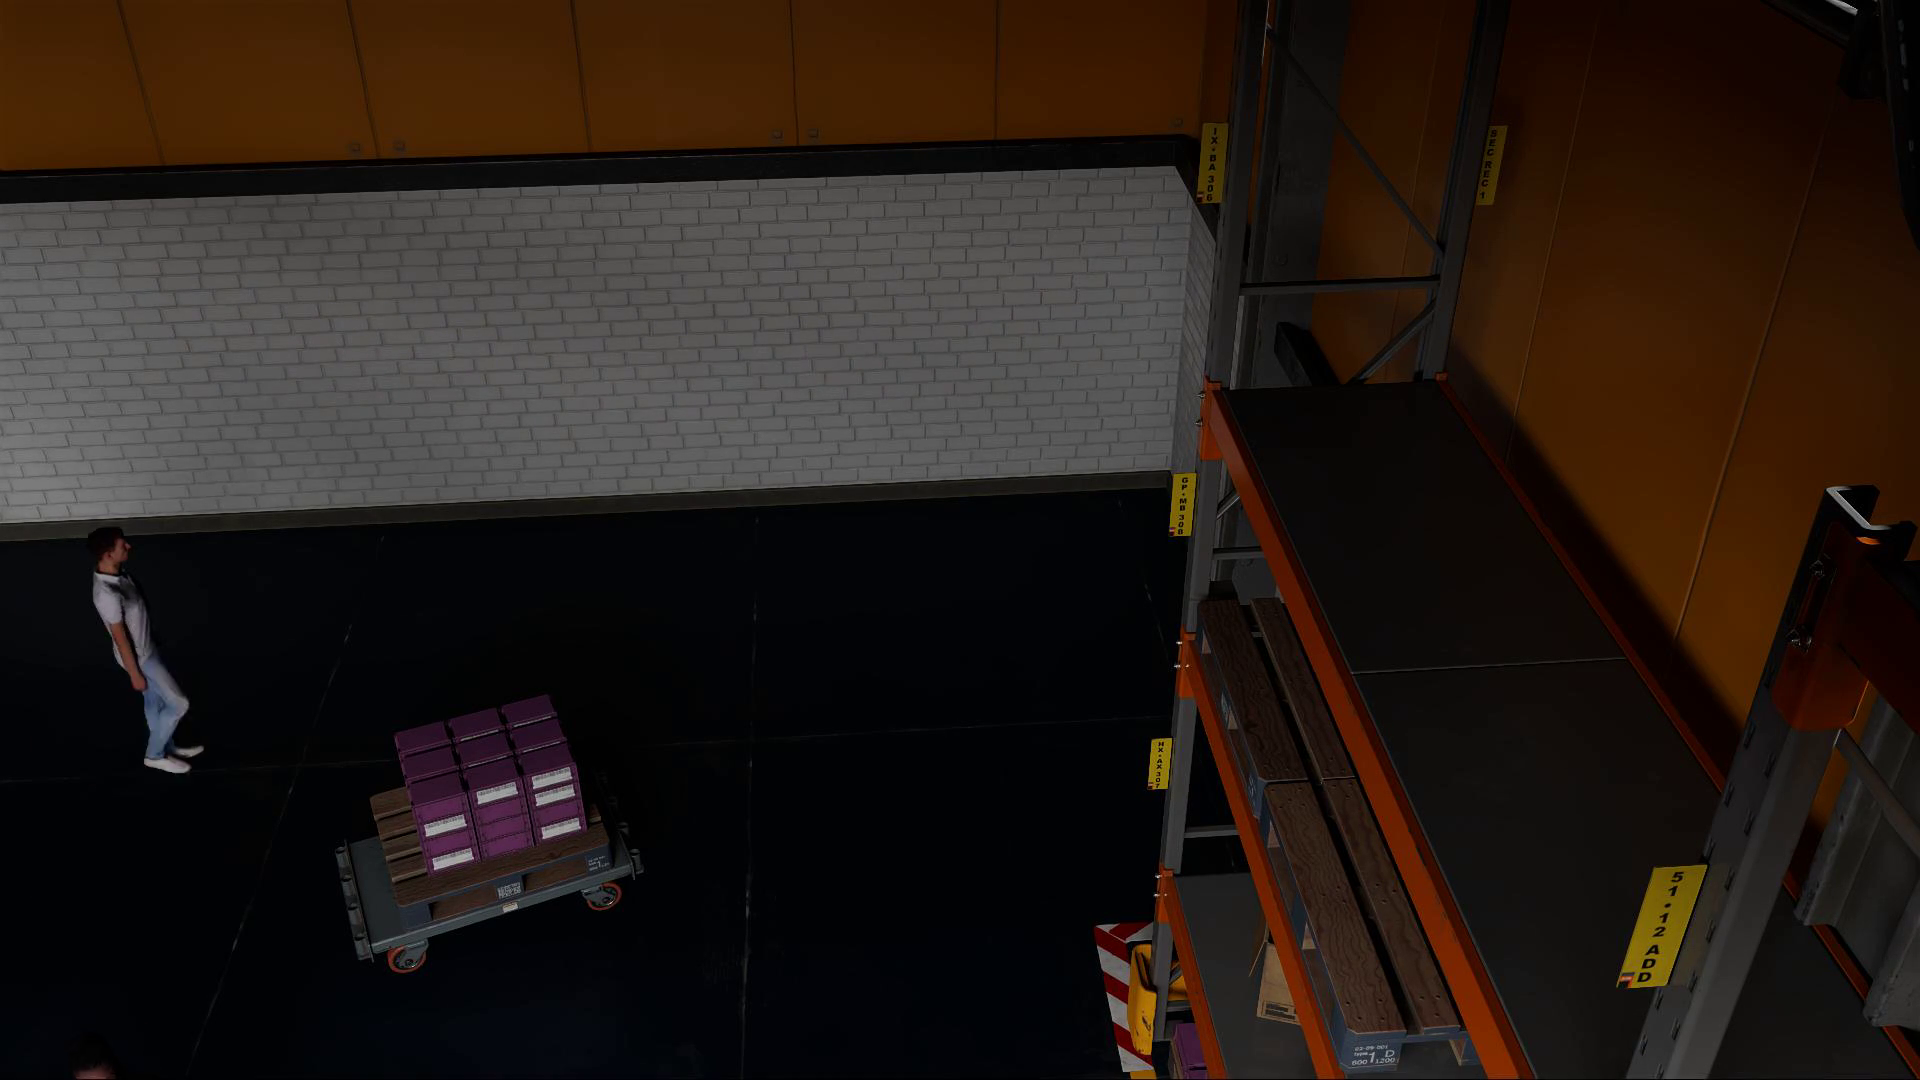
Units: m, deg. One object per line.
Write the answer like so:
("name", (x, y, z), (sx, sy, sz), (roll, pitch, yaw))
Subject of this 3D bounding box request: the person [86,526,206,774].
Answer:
("person", (-5.304, 0.745, 10.570), (0.833, 1.843, 0.682), (-14, 36, -20))

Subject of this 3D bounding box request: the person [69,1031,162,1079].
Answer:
("person", (-3.714, 2.853, 7.522), (0.967, 1.706, 1.170), (-21, 39, -29))
